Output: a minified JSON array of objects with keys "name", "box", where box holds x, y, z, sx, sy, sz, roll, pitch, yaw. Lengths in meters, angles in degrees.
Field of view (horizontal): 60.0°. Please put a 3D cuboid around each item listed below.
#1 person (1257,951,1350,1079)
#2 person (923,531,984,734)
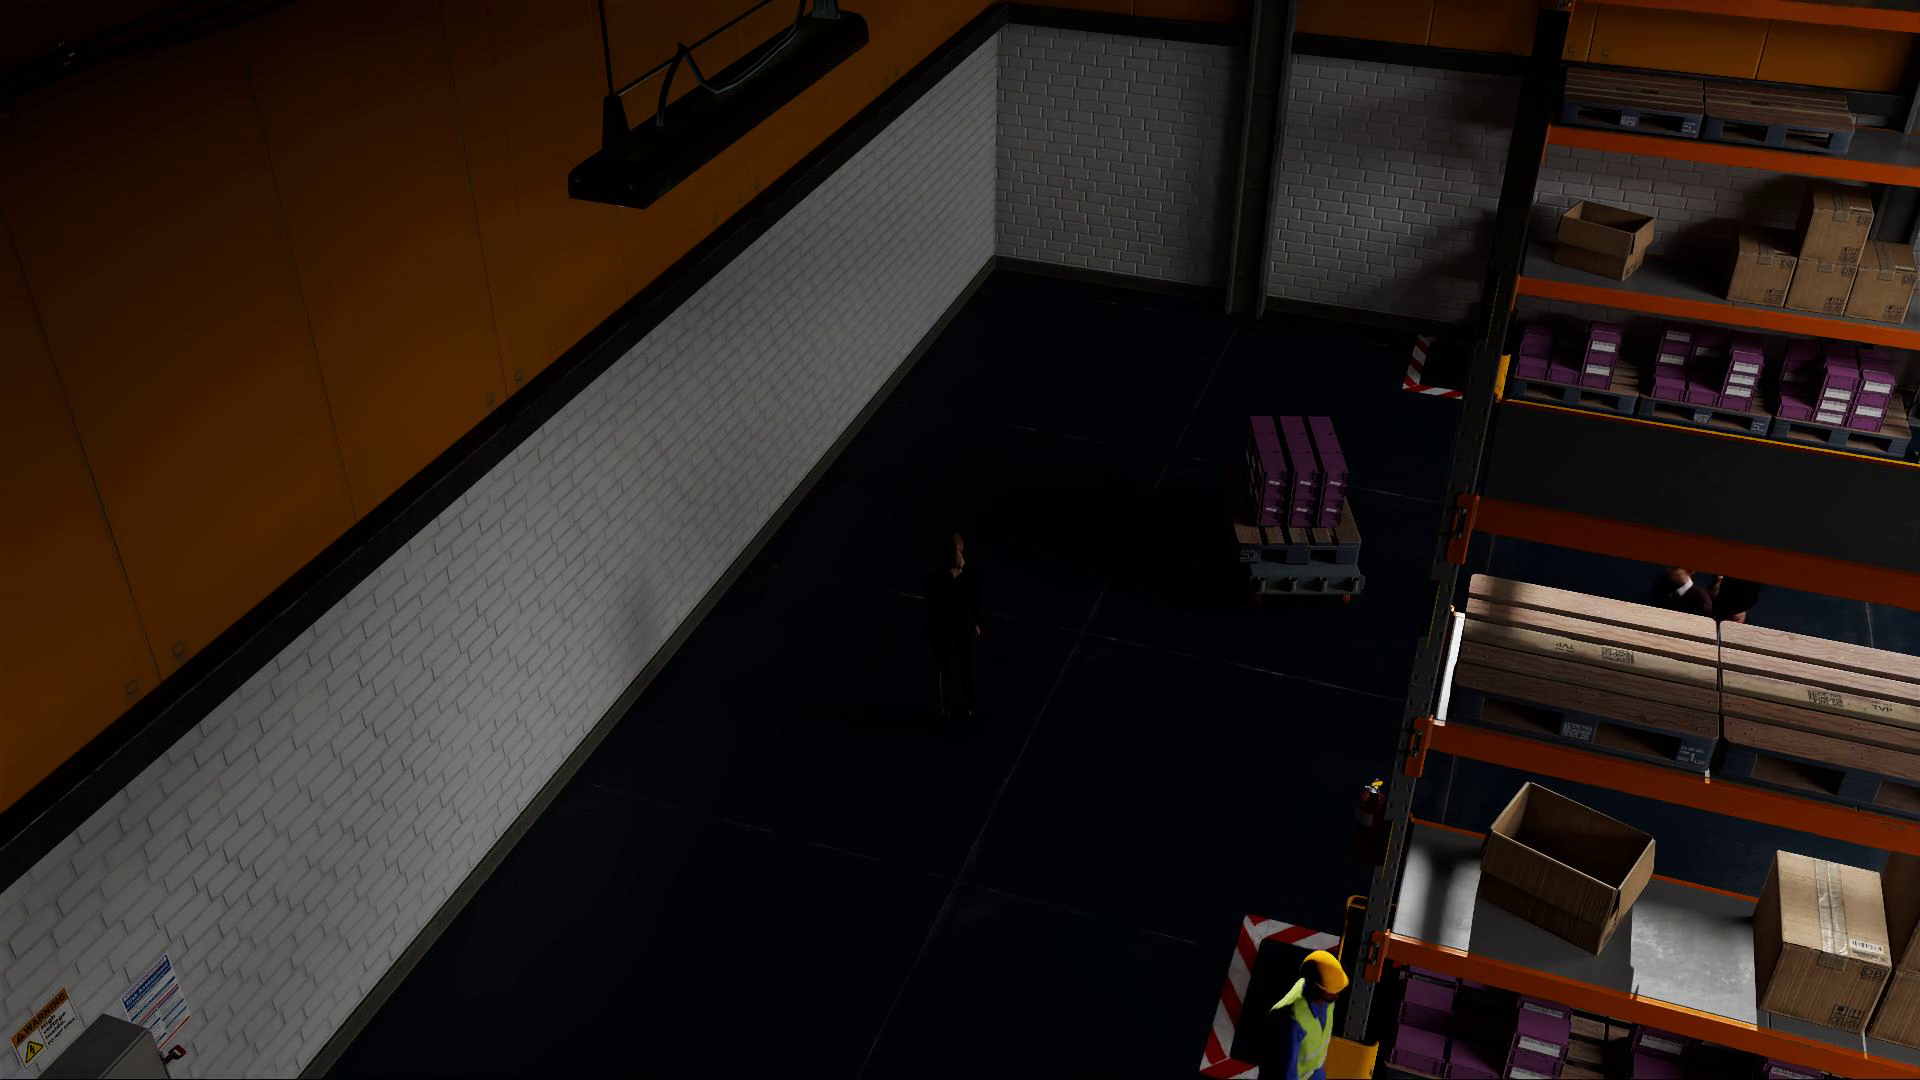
[{"name":"person","box":[1.680,2.766,8.828,1.322,1.760,1.001,27,42,35]},{"name":"person","box":[-0.047,0.666,12.035,0.681,1.707,0.753,-12,35,-17]}]
